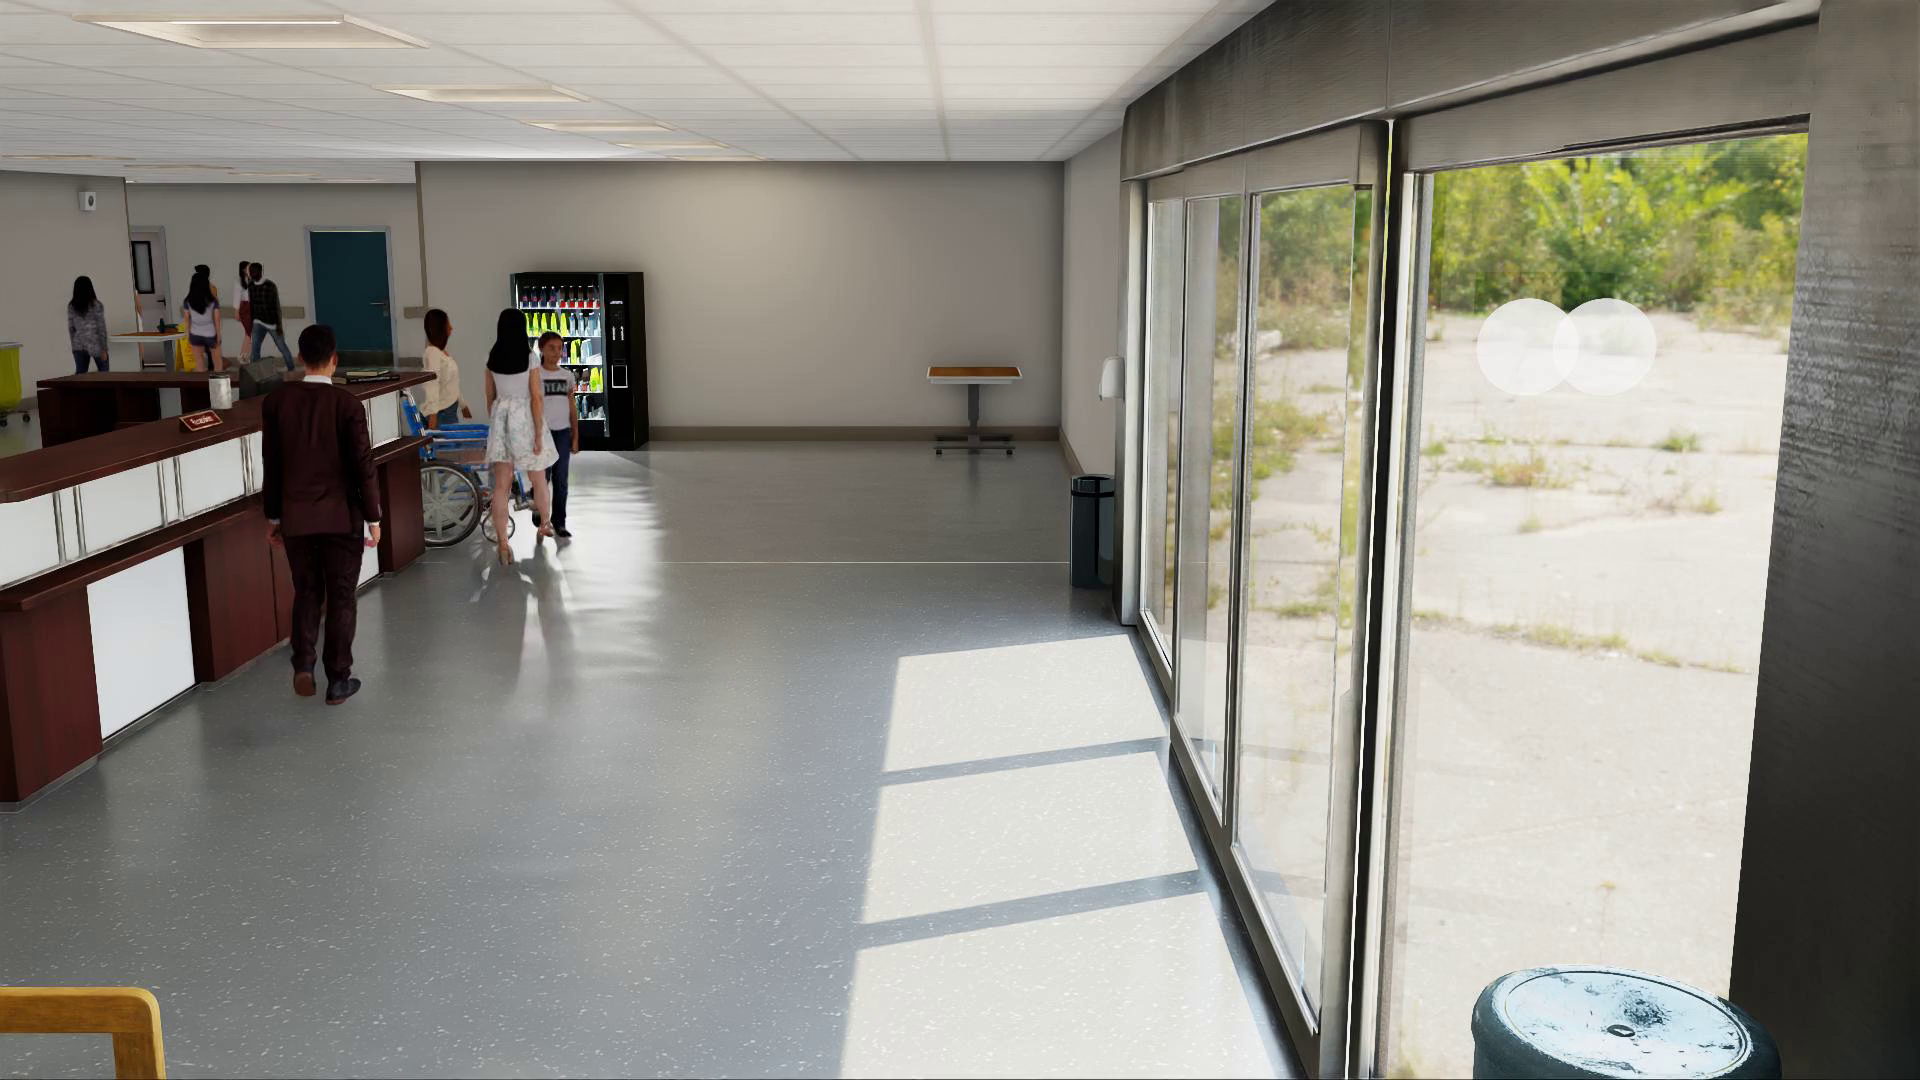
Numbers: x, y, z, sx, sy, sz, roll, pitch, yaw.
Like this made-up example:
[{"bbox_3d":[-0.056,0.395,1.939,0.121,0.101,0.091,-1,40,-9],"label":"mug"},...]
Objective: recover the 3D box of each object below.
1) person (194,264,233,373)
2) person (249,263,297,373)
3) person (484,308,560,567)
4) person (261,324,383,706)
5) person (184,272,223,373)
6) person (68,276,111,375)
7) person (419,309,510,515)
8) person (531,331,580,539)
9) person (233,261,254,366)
[{"bbox_3d":[-11.244,-3.266,24.981,0.860,1.713,0.693,1,11,6],"label":"person"},{"bbox_3d":[-10.095,-3.146,24.379,1.217,1.743,0.938,2,11,11],"label":"person"},{"bbox_3d":[-3.053,-0.651,11.302,1.153,1.716,0.716,1,11,4],"label":"person"},{"bbox_3d":[-3.098,-0.096,8.002,0.643,1.856,0.751,0,11,-1],"label":"person"},{"bbox_3d":[-10.179,-2.733,22.345,0.810,1.691,0.798,-4,11,-20],"label":"person"},{"bbox_3d":[-10.440,-2.261,19.862,1.100,1.687,0.755,-1,11,-5],"label":"person"},{"bbox_3d":[-4.215,-0.972,13.191,1.139,1.642,0.827,-3,11,-16],"label":"person"},{"bbox_3d":[-3.102,-0.798,12.513,0.769,1.553,0.797,-7,13,-32],"label":"person"},{"bbox_3d":[-11.551,-3.600,26.779,0.698,1.740,0.687,2,11,12],"label":"person"}]
